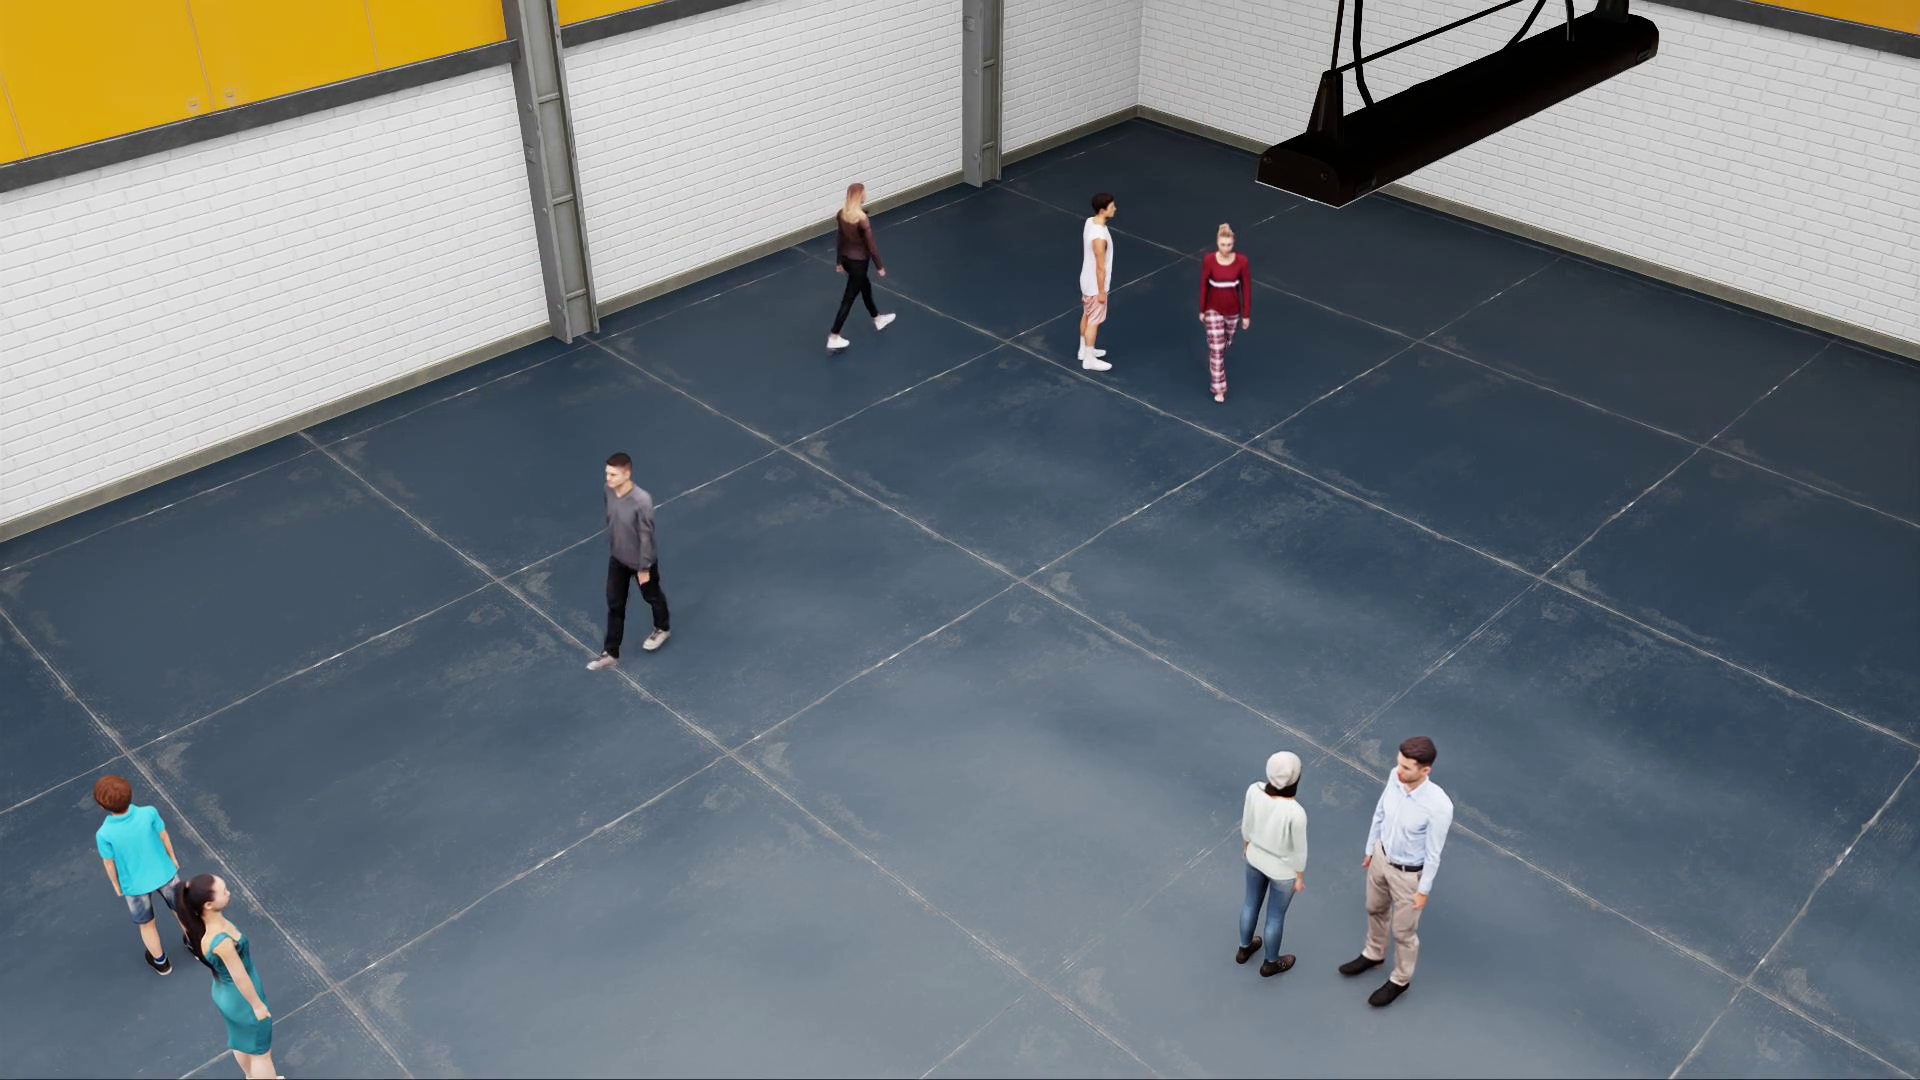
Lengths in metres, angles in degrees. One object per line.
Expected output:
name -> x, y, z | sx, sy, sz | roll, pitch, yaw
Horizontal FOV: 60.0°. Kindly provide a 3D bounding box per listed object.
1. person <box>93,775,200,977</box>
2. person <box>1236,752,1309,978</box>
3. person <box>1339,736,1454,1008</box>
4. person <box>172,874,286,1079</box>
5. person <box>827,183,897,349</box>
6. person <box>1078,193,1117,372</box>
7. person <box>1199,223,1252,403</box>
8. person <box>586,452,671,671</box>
person -> -4.756, 1.947, 9.724 | 0.446, 1.451, 0.587 | -25, 41, -33
person -> 1.817, 1.868, 9.669 | 0.485, 1.643, 0.564 | -28, 43, -35
person -> 2.531, 1.858, 9.503 | 0.693, 1.844, 0.709 | -17, 37, -24
person -> -3.818, 2.412, 8.807 | 0.470, 1.691, 0.553 | -28, 43, -35
person -> -1.096, -2.671, 16.486 | 1.162, 1.655, 0.714 | -24, 40, -31
person -> 1.309, -2.522, 16.145 | 0.764, 1.786, 0.728 | -3, 34, -5
person -> 2.483, -2.198, 15.770 | 1.051, 1.661, 1.103 | -1, 34, -1
person -> -2.346, 0.091, 12.261 | 0.801, 1.733, 1.085 | 18, 38, 25
